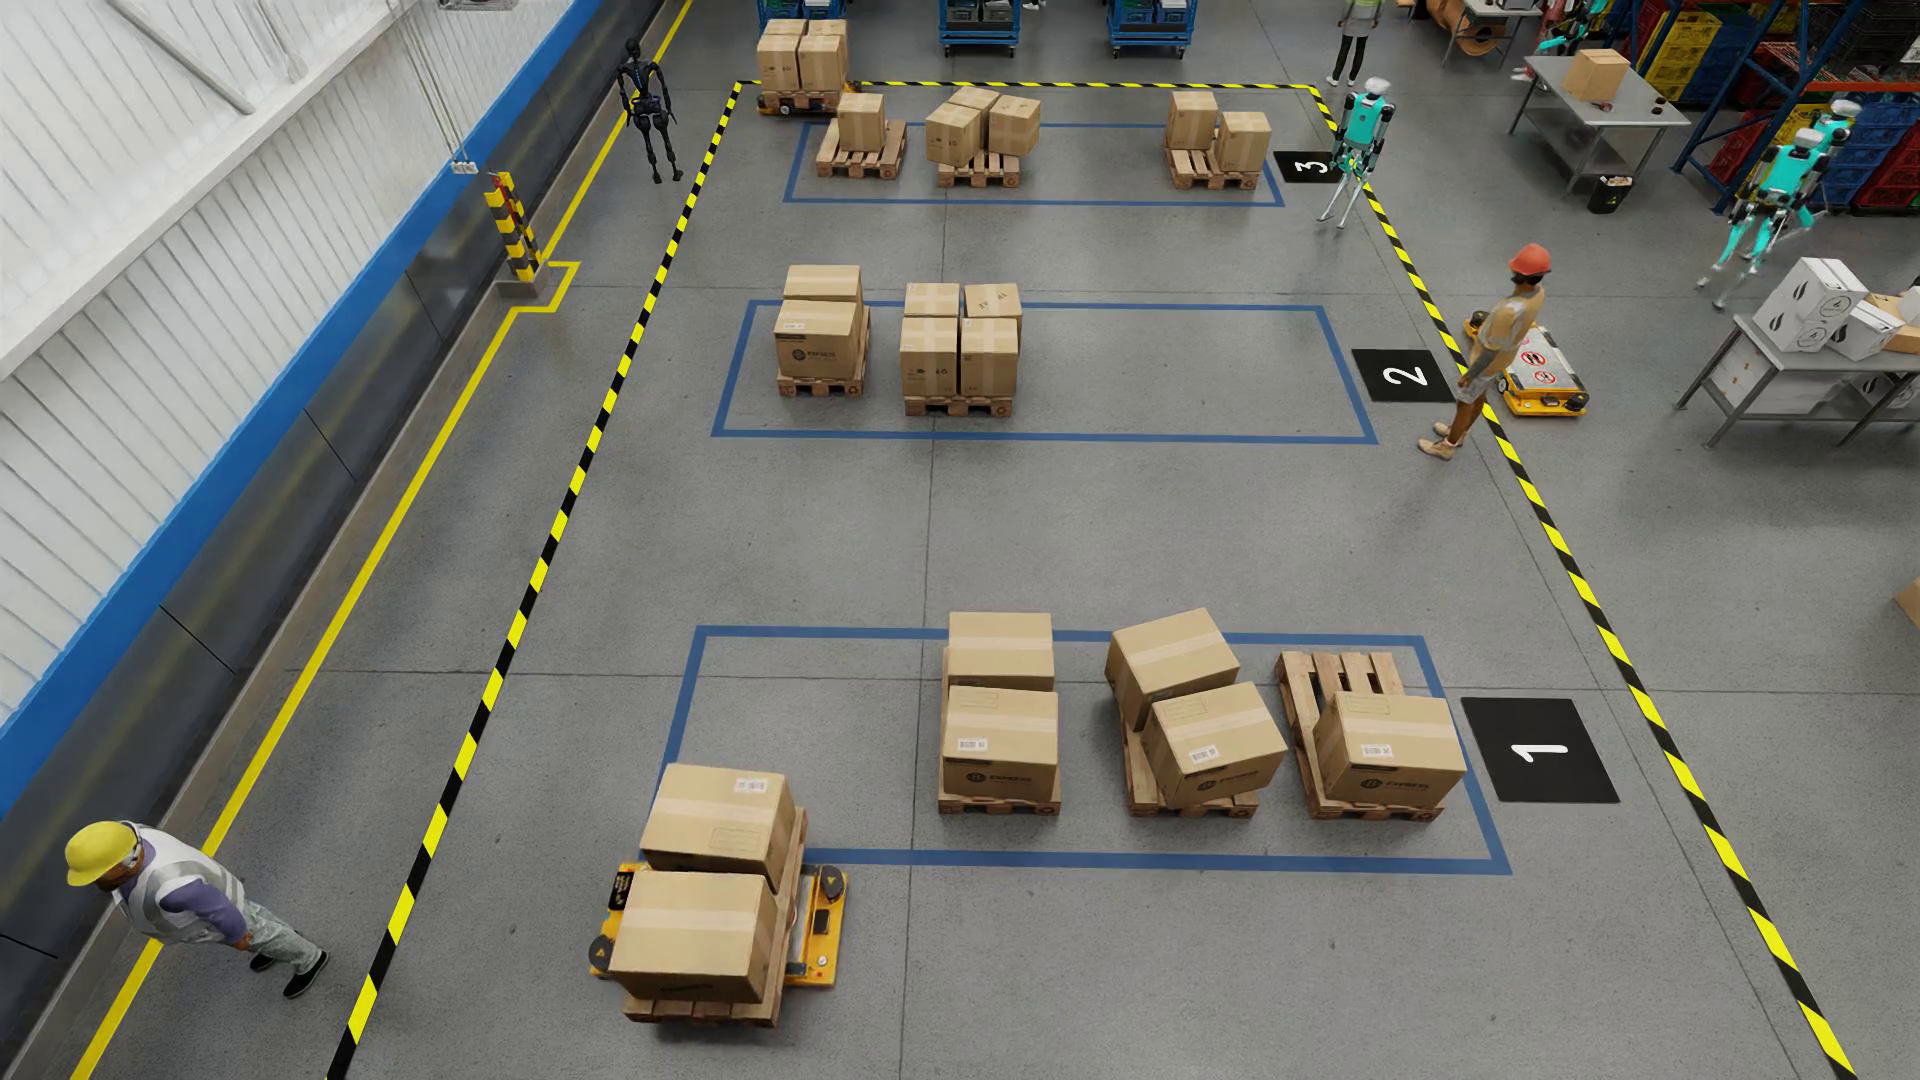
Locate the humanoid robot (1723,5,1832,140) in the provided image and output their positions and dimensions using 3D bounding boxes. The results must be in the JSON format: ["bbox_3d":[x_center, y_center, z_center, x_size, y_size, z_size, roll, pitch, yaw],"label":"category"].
[{"bbox_3d":[10.504,-6.001,11.798,0.570,1.642,0.602,5,49,4],"label":"humanoid robot"}]

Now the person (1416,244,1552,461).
[{"bbox_3d":[4.401,-1.525,7.686,0.607,2.036,0.399,-34,57,-26],"label":"person"}]

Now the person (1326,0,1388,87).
[{"bbox_3d":[5.615,-7.341,12.840,0.589,1.852,0.366,2,49,2],"label":"person"}]

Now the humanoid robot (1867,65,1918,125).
[{"bbox_3d":[11.842,-5.773,11.548,0.981,1.728,0.538,3,49,2],"label":"humanoid robot"}]

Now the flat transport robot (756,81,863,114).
[{"bbox_3d":[-2.112,-6.256,12.930,1.431,0.197,0.652,1,49,1],"label":"flat transport robot"}]

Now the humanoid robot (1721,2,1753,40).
[{"bbox_3d":[11.280,-7.766,13.321,0.382,1.643,0.591,11,50,9],"label":"humanoid robot"}]

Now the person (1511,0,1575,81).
[{"bbox_3d":[8.424,-7.509,12.950,0.403,1.915,0.589,21,52,18],"label":"person"}]

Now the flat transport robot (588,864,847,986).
[{"bbox_3d":[-1.438,2.292,5.531,1.431,0.197,0.652,2,49,1],"label":"flat transport robot"}]

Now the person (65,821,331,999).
[{"bbox_3d":[-3.980,1.941,4.815,0.599,1.836,0.404,24,53,20],"label":"person"}]

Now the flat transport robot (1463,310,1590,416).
[{"bbox_3d":[5.573,-1.757,9.054,0.659,0.231,1.431,1,49,1],"label":"flat transport robot"}]

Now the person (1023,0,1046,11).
[{"bbox_3d":[1.264,-9.618,14.800,0.314,1.869,0.534,34,57,26],"label":"person"}]

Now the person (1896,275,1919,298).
[{"bbox_3d":[10.367,-3.162,9.238,0.336,1.838,0.505,-26,54,-21],"label":"person"}]

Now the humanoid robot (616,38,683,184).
[{"bbox_3d":[-3.763,-5.167,11.067,0.599,1.653,0.315,-8,50,-7],"label":"humanoid robot"}]

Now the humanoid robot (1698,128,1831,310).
[{"bbox_3d":[8.078,-3.179,9.315,0.576,1.766,0.873,28,55,22],"label":"humanoid robot"}]

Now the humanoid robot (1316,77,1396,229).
[{"bbox_3d":[4.487,-4.352,10.241,0.533,1.676,0.735,34,57,26],"label":"humanoid robot"}]

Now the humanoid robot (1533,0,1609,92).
[{"bbox_3d":[8.419,-7.147,12.659,0.533,1.677,0.735,-29,55,-23],"label":"humanoid robot"}]

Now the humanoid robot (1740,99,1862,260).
[{"bbox_3d":[9.106,-3.748,9.847,0.663,1.856,0.556,5,49,4],"label":"humanoid robot"}]

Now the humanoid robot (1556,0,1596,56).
[{"bbox_3d":[8.929,-7.546,13.131,0.324,1.651,0.583,-4,49,-3],"label":"humanoid robot"}]
